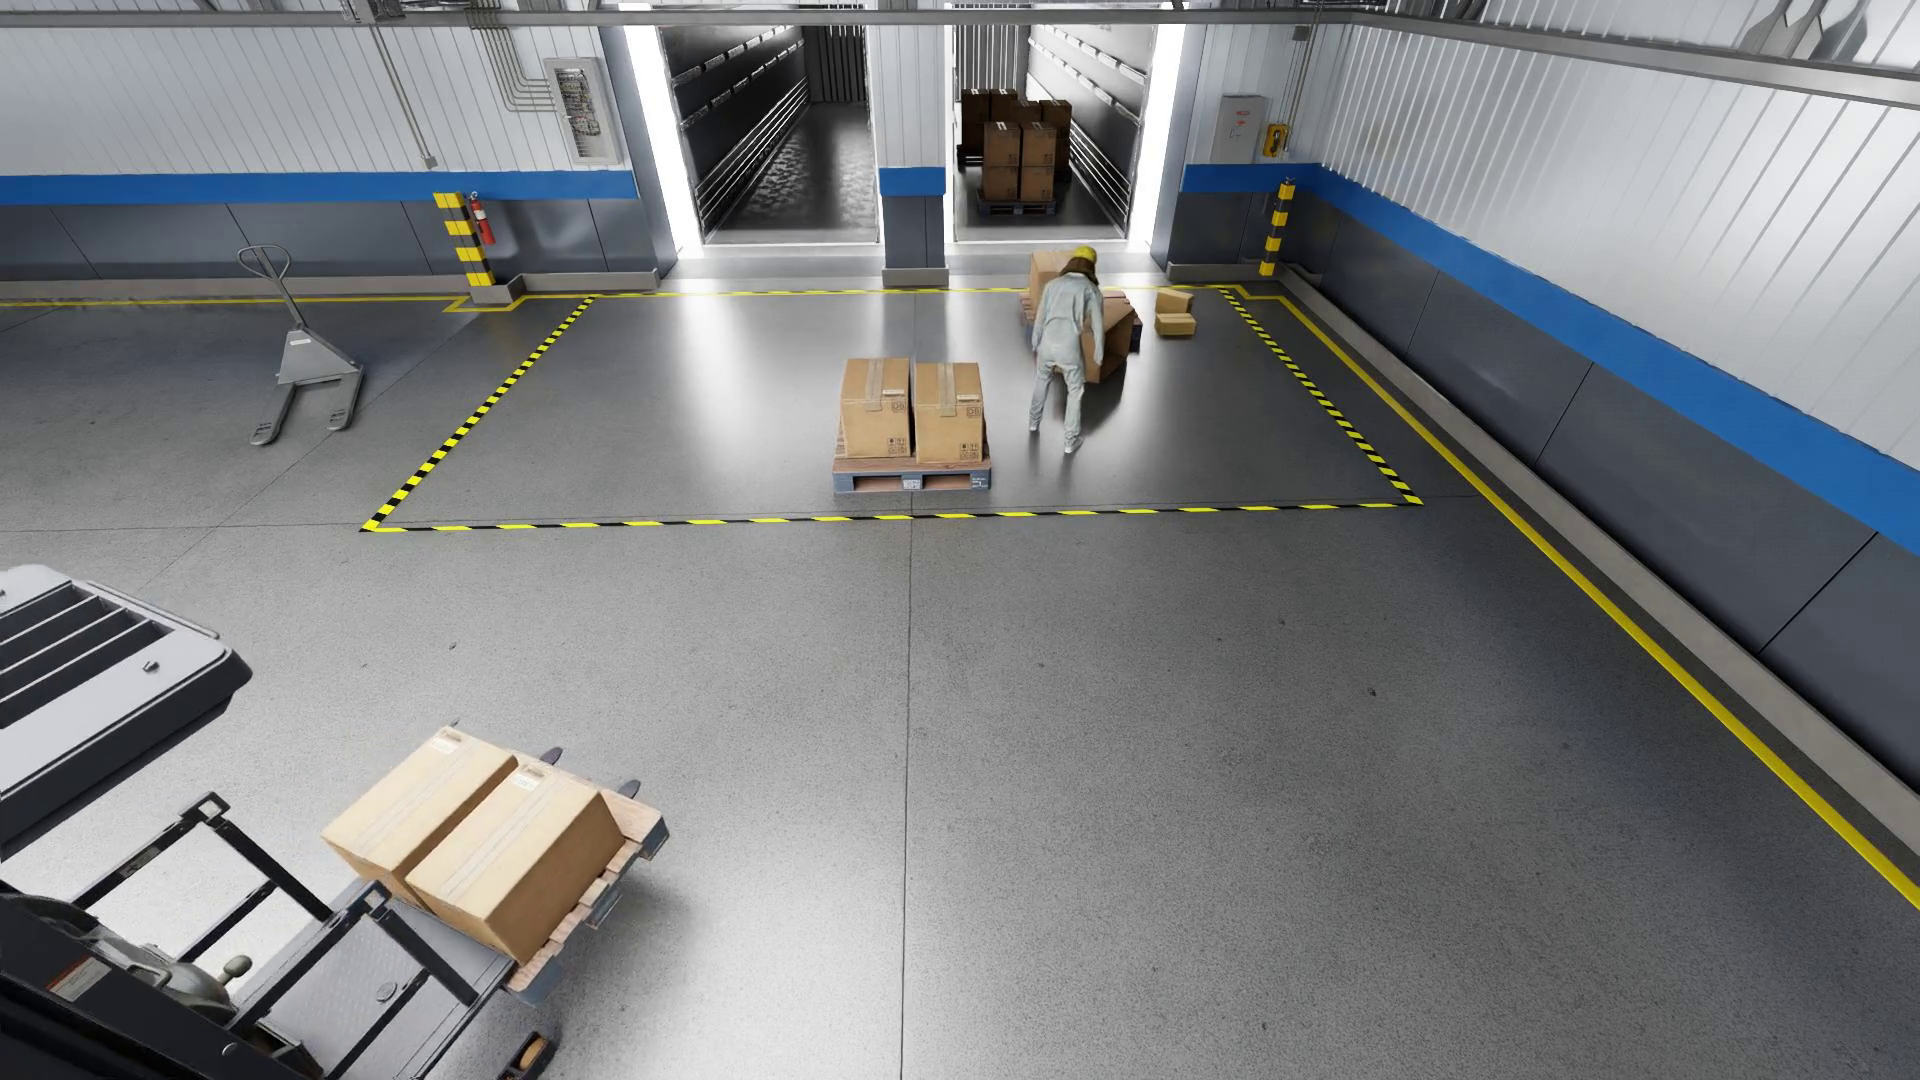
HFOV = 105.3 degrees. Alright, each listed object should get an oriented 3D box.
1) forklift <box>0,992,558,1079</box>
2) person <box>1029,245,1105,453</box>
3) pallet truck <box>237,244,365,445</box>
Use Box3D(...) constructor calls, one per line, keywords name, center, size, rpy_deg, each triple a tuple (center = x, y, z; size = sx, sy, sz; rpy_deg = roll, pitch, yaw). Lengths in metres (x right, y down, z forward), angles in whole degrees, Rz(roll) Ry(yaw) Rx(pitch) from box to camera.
Box3D(name="forklift", center=(-2.174, 1.527, 1.613), size=(0.716, 2.013, 0.776), rpy_deg=(14, 41, 17))
Box3D(name="person", center=(0.881, -1.535, 5.919), size=(0.634, 1.494, 0.711), rpy_deg=(17, 42, 20))
Box3D(name="pallet truck", center=(-5.915, -1.733, 6.366), size=(0.680, 1.201, 1.601), rpy_deg=(-18, 42, -21))
